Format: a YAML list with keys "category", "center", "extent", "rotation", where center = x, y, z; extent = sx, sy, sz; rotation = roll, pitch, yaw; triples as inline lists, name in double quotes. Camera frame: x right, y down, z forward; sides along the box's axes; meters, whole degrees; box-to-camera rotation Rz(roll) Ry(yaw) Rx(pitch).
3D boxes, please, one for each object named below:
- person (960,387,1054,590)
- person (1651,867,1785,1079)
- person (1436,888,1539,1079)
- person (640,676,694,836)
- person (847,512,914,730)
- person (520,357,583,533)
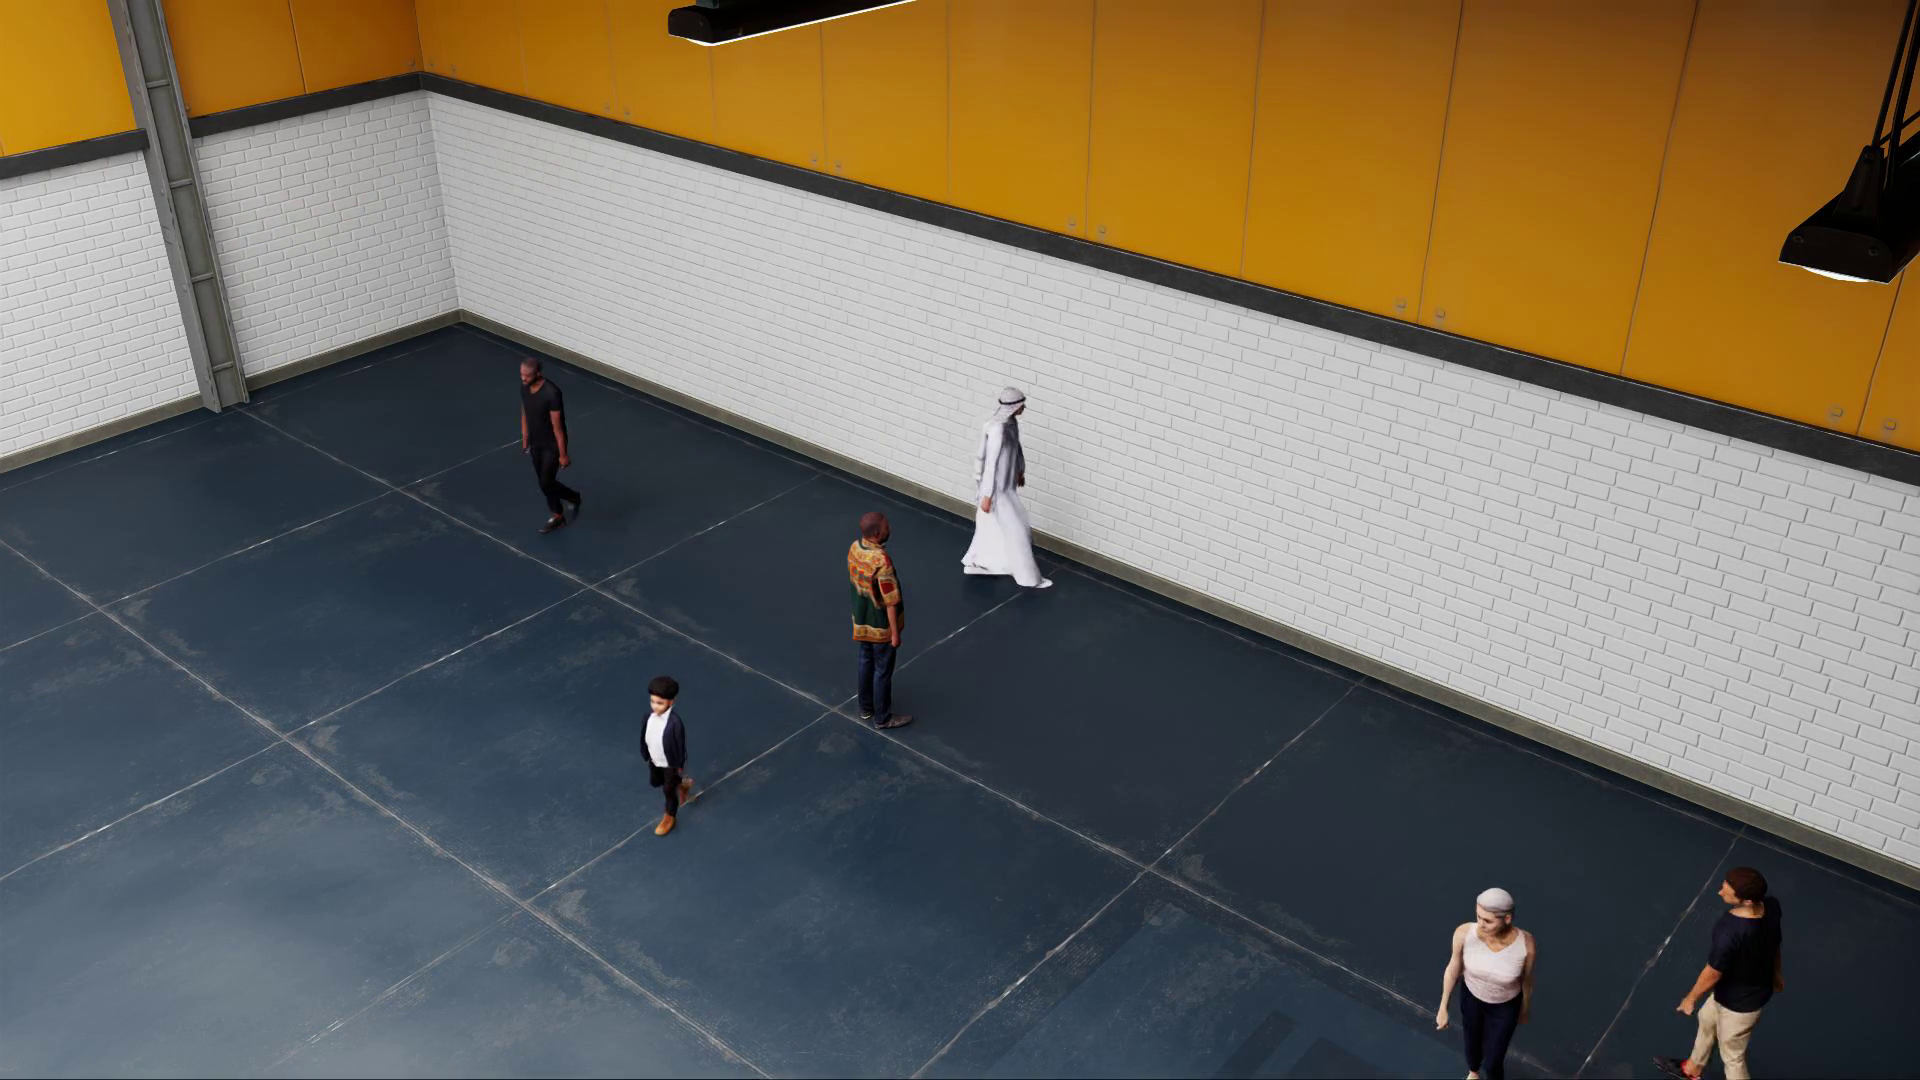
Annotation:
- category: "person"
  center: [0.263, -0.458, 14.468]
  extent: [1.143, 1.891, 1.208]
  rotation: [5, 29, 9]
- category: "person"
  center: [4.331, 2.523, 9.101]
  extent: [0.855, 1.797, 0.841]
  rotation: [-17, 33, -28]
- category: "person"
  center: [2.951, 2.535, 9.212]
  extent: [0.686, 1.670, 0.744]
  rotation: [8, 30, 15]
- category: "person"
  center: [-2.039, 1.465, 11.647]
  extent: [0.552, 1.217, 0.711]
  rotation: [17, 33, 28]
- category: "person"
  center: [-0.640, 0.601, 12.614]
  extent: [0.764, 1.807, 0.778]
  rotation: [-17, 33, -28]
- category: "person"
  center: [-3.737, -0.886, 15.349]
  extent: [0.722, 1.799, 0.749]
  rotation: [-25, 38, -38]
